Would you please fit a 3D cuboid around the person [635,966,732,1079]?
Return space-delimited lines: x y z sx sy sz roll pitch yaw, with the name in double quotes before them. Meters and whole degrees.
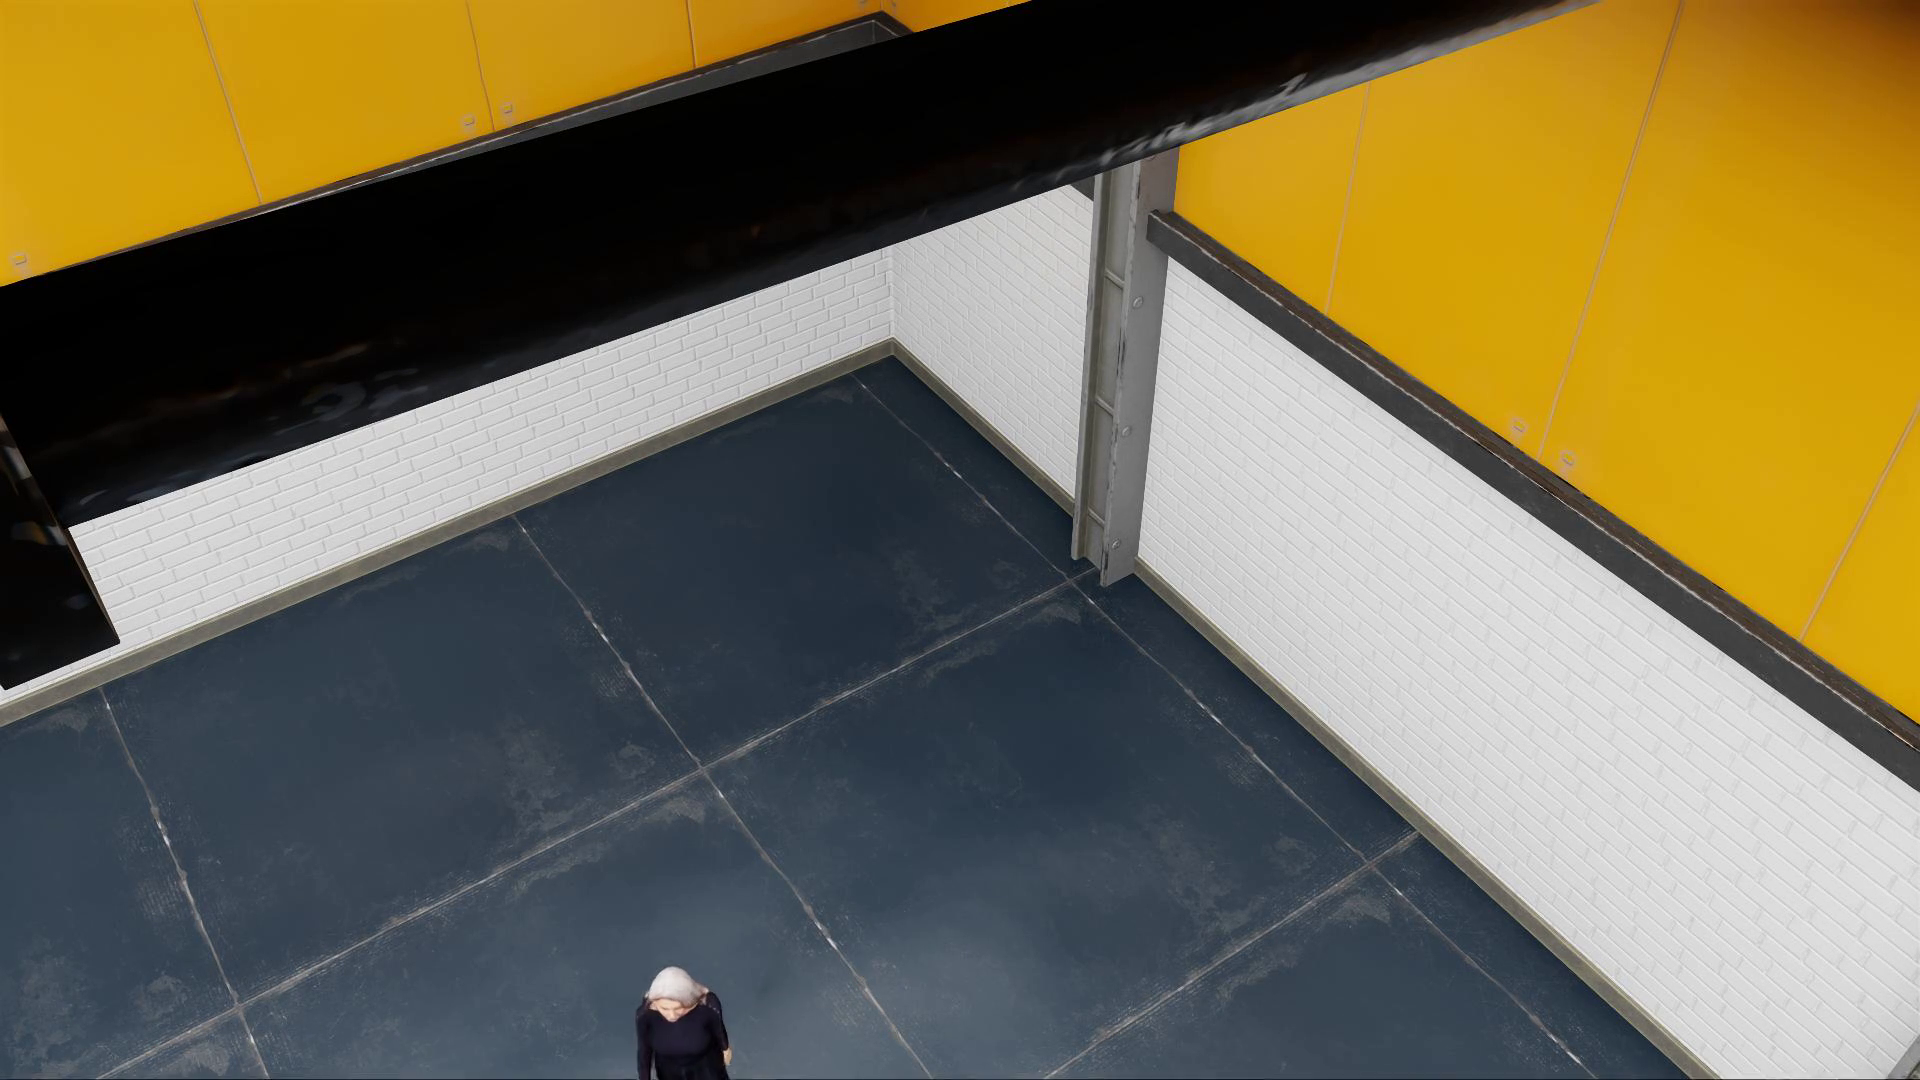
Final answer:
"person" -1.352 2.564 8.360 0.982 1.716 1.141 -1 44 -1
